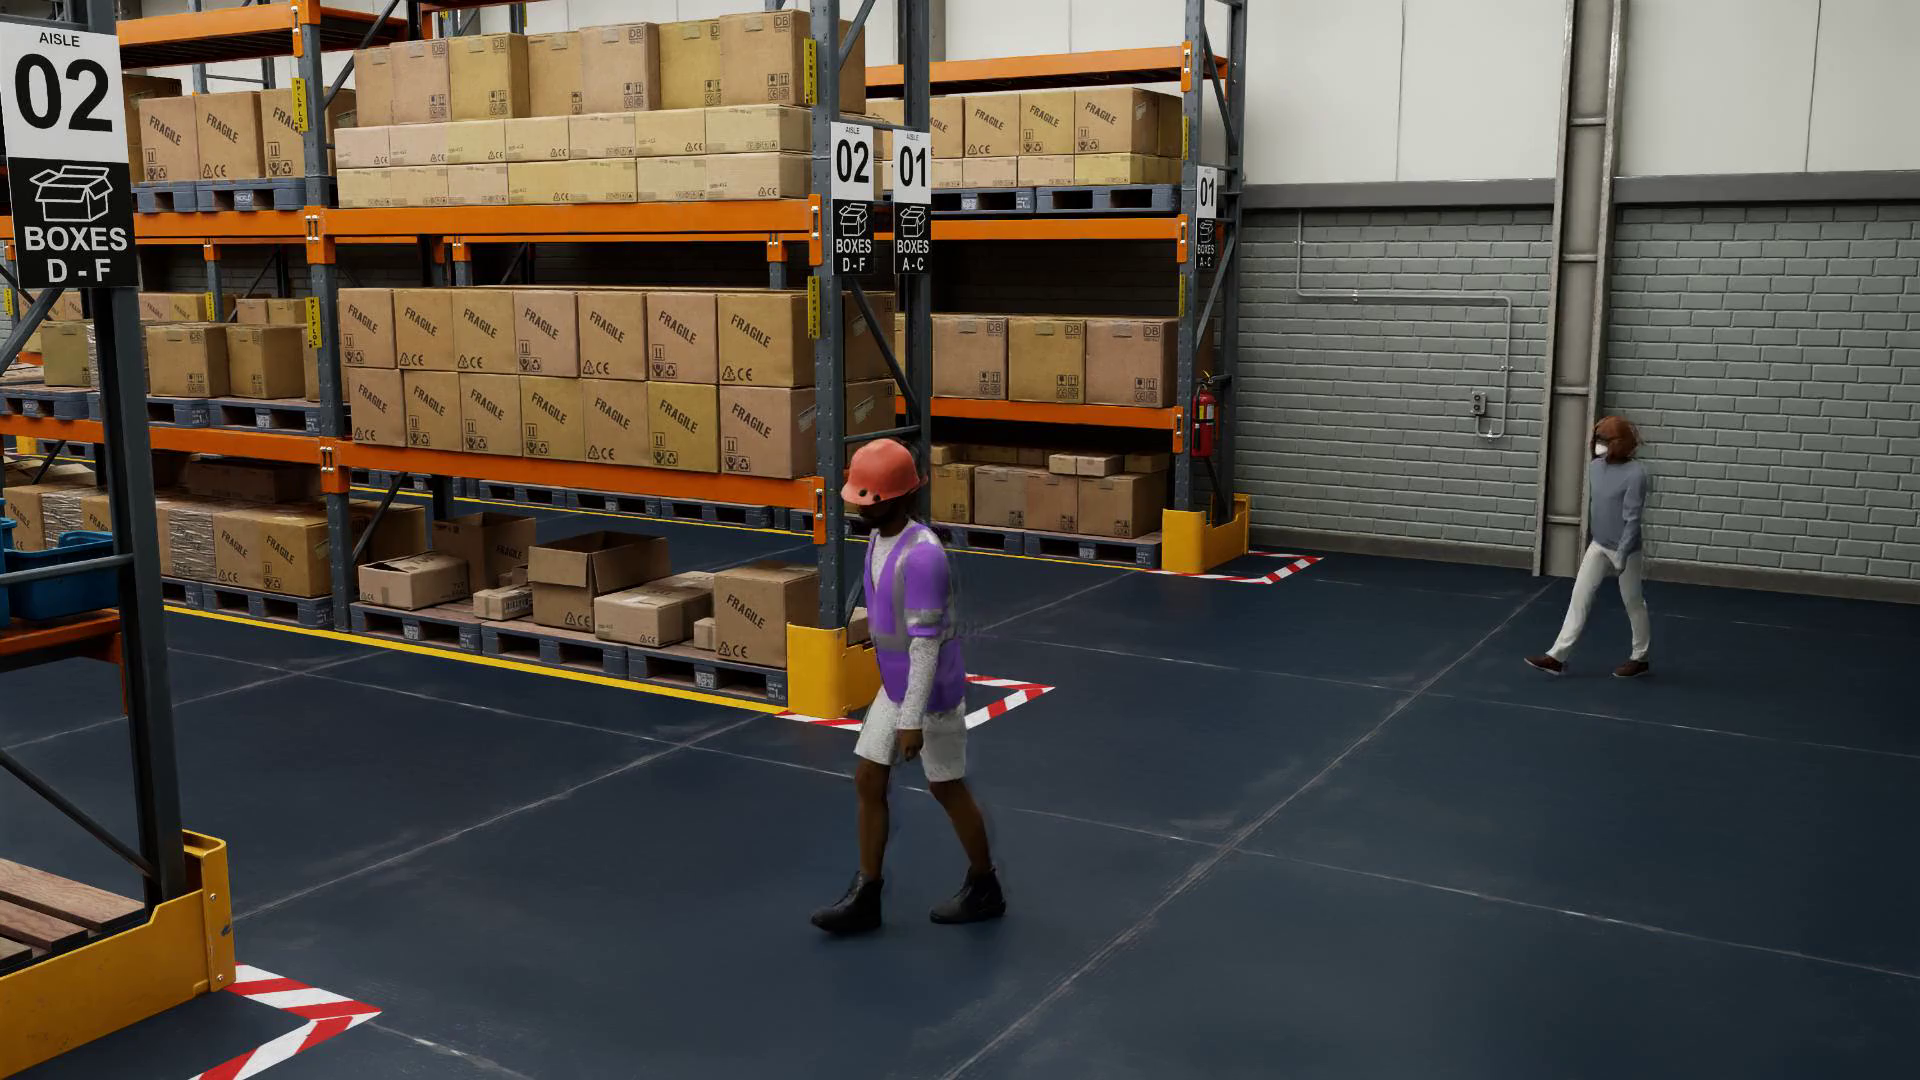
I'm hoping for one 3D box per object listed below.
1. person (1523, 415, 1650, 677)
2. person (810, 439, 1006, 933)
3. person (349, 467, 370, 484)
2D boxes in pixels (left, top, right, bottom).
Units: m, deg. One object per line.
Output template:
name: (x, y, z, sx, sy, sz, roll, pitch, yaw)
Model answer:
person: (3.812, 0.061, 9.872, 0.869, 1.580, 0.511, -3, 10, -18)
person: (-0.197, 0.555, 6.126, 0.886, 1.881, 0.562, -5, 11, -27)
person: (-5.212, -0.775, 13.783, 0.666, 1.954, 0.648, 9, 13, 42)
